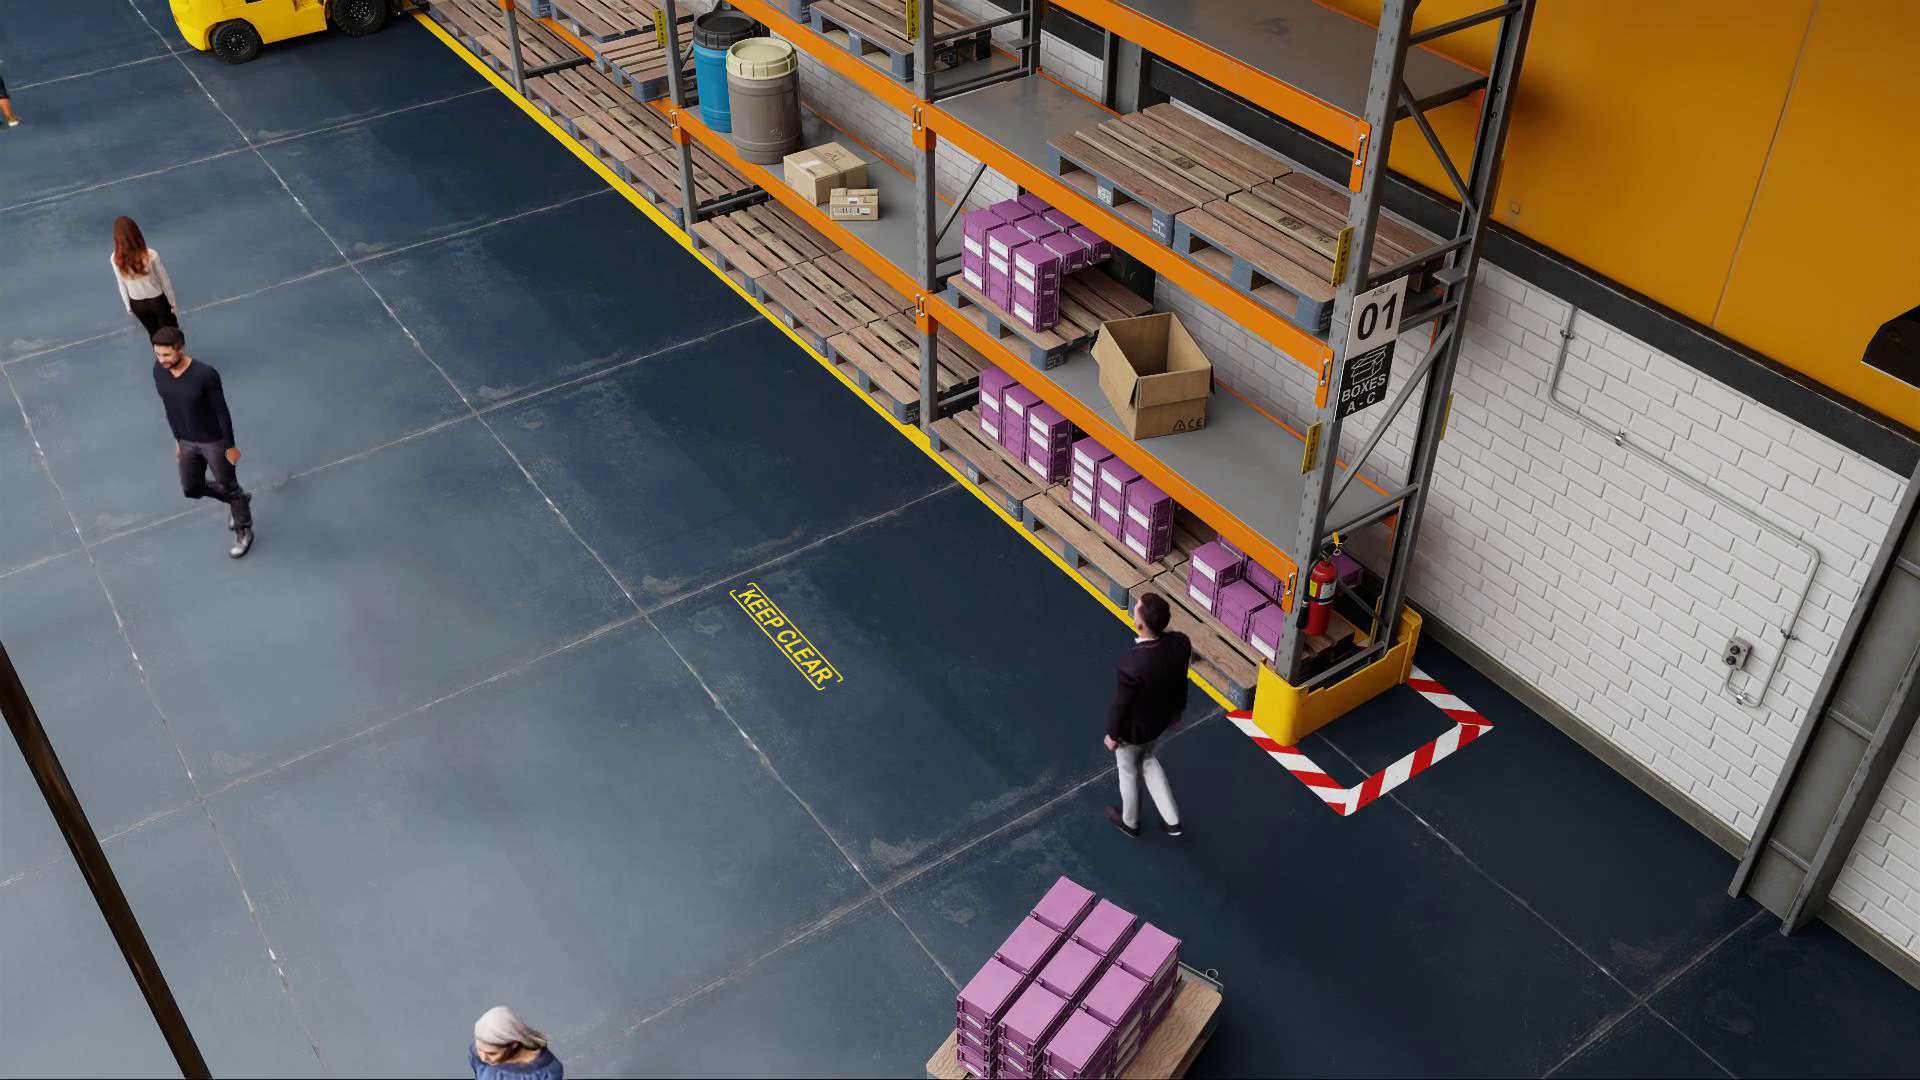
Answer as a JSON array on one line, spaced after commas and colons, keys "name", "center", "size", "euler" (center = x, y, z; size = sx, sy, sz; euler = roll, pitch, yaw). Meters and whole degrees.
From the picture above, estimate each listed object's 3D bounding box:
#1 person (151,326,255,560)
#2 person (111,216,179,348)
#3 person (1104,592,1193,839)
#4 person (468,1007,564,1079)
[{"name": "person", "center": [-5.225, -0.752, 11.632], "size": [0.846, 1.851, 0.906], "euler": [7, 39, 8]}, {"name": "person", "center": [-6.502, -1.867, 13.331], "size": [0.710, 1.473, 0.841], "euler": [-9, 39, -11]}, {"name": "person", "center": [1.082, 1.087, 9.344], "size": [0.672, 1.832, 0.781], "euler": [-25, 45, -28]}, {"name": "person", "center": [-1.900, 2.583, 7.595], "size": [0.837, 1.677, 0.895], "euler": [7, 39, 9]}]
